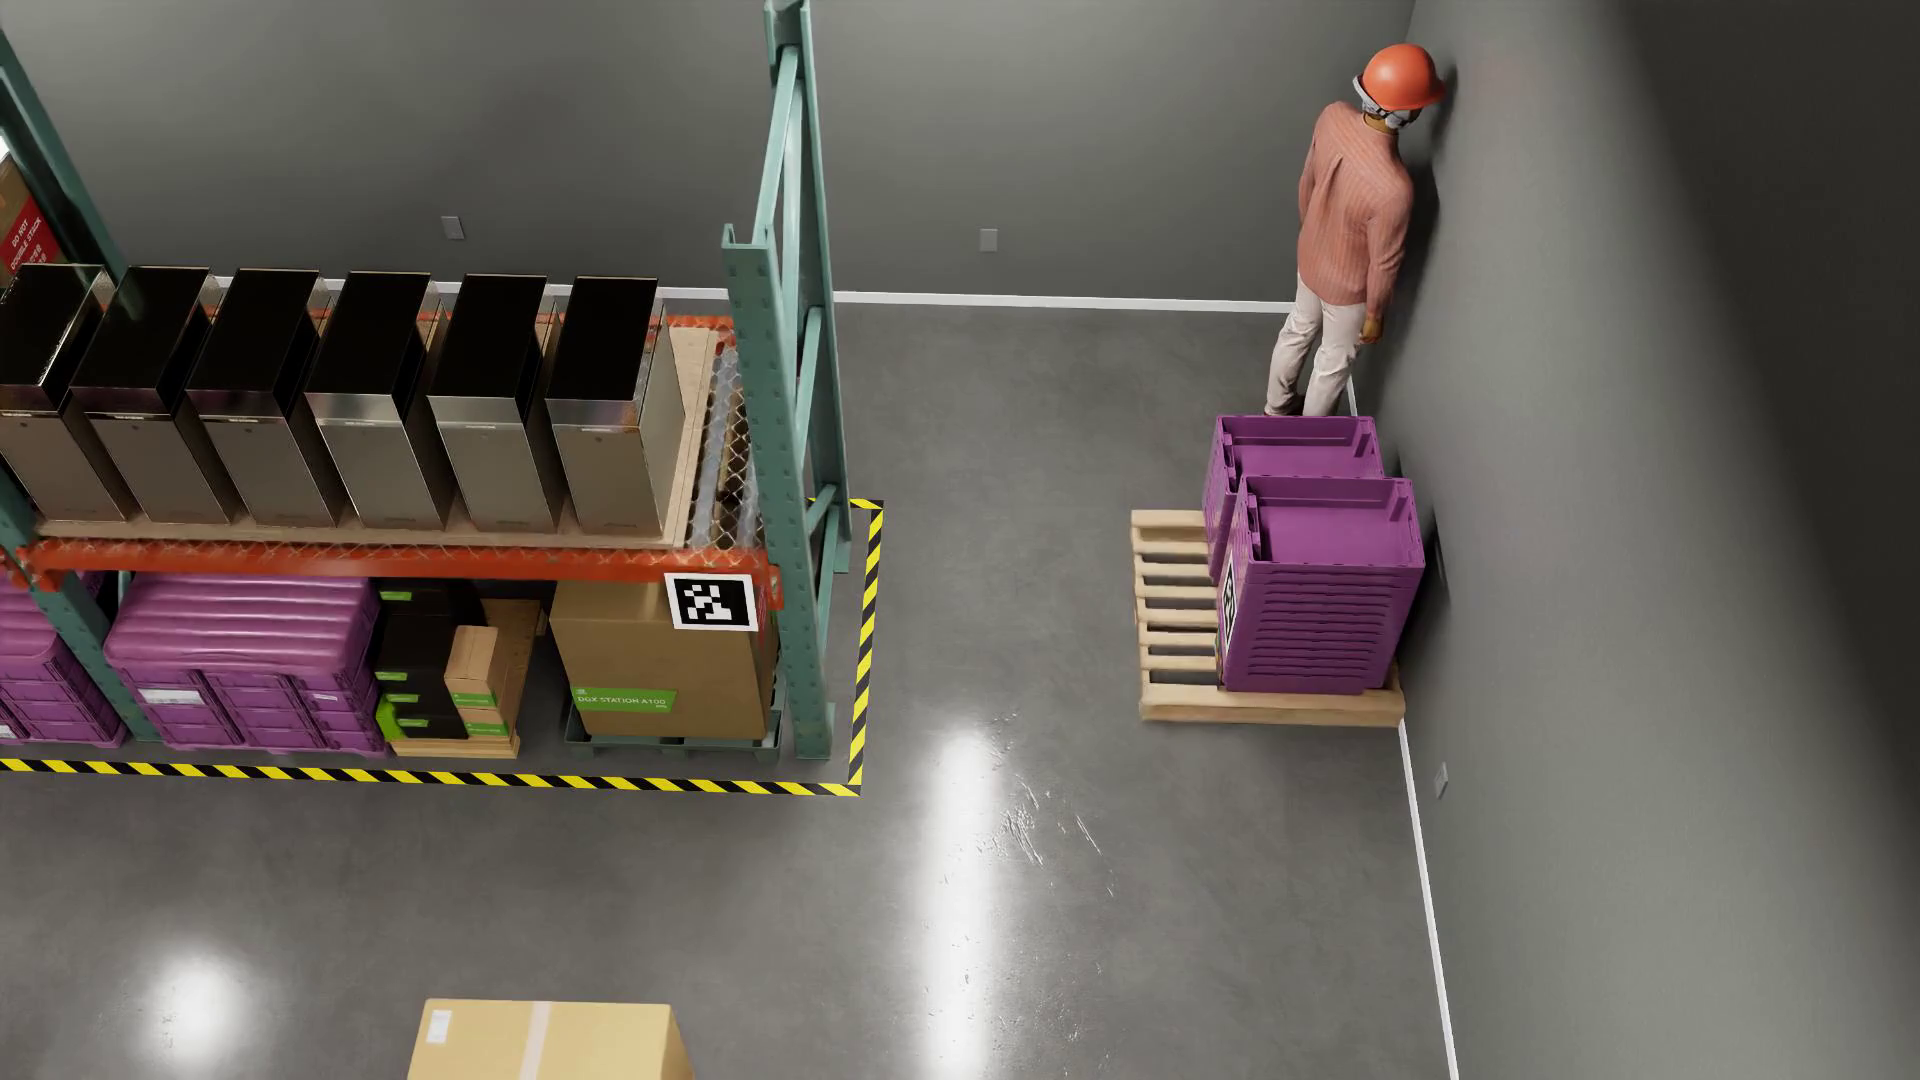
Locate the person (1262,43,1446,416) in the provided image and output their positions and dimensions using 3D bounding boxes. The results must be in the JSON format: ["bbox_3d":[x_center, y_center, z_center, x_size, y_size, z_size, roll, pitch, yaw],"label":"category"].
[{"bbox_3d":[1.516,-1.069,6.499,0.395,1.994,0.613,-16,54,-12],"label":"person"}]
